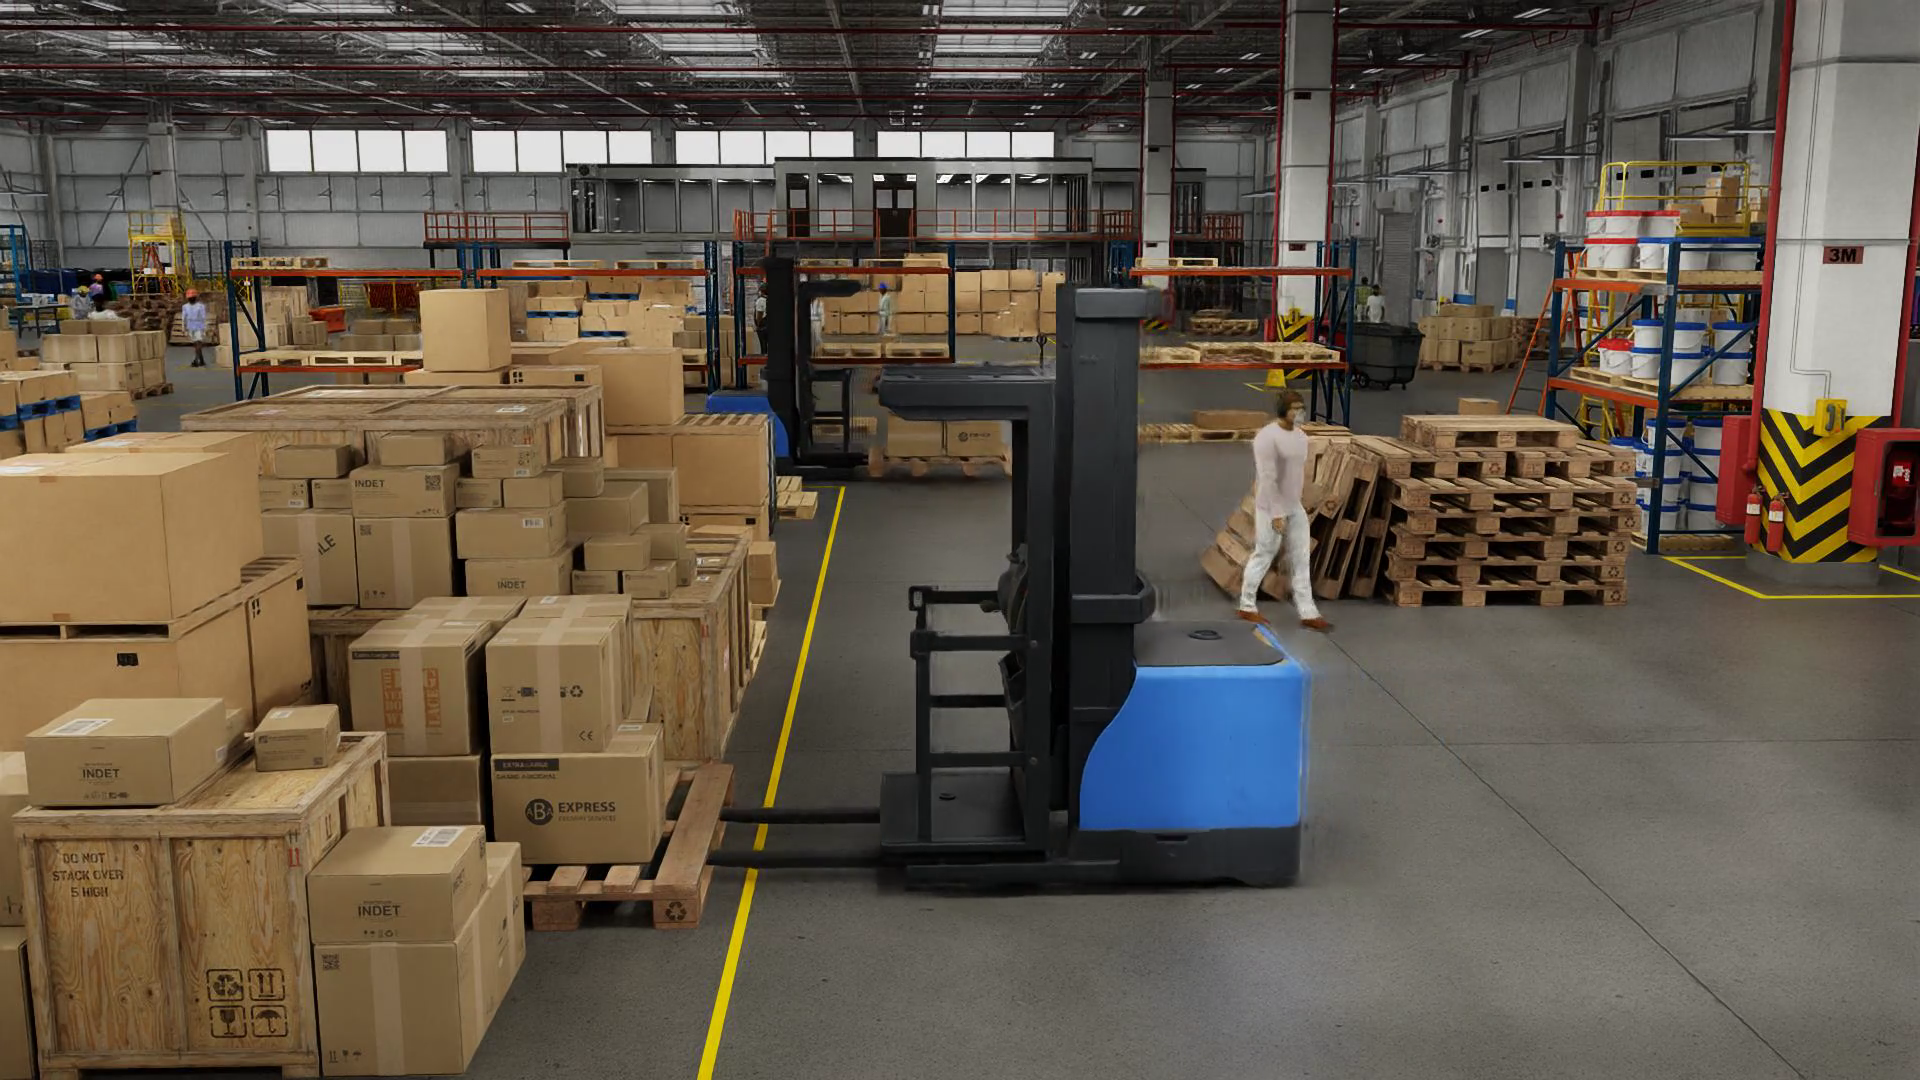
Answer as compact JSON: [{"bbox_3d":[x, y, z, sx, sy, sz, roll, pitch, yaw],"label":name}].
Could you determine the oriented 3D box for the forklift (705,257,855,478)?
[{"bbox_3d":[-2.317,-2.229,21.399,1.873,2.768,1.129,0,10,-2],"label":"forklift"}]

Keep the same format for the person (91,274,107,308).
[{"bbox_3d":[-29.653,-8.232,57.539,0.792,1.911,0.560,1,10,3],"label":"person"}]

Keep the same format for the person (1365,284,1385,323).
[{"bbox_3d":[11.639,-6.248,46.632,0.542,1.857,0.527,5,12,28],"label":"person"}]

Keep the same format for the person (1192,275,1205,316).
[{"bbox_3d":[9.278,-9.462,64.577,0.515,1.843,0.326,6,12,31],"label":"person"}]

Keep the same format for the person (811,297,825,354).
[{"bbox_3d":[-3.761,-5.586,43.023,0.589,1.868,0.889,2,10,14],"label":"person"}]

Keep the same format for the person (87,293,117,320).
[{"bbox_3d":[-18.038,-4.220,35.076,0.634,1.953,0.557,-1,10,-5],"label":"person"}]

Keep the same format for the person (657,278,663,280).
[{"bbox_3d":[-9.779,-7.610,54.198,0.606,1.863,0.691,-8,13,-39],"label":"person"}]

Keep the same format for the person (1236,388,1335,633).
[{"bbox_3d":[2.539,-0.230,12.999,0.638,1.926,0.693,-9,14,-41],"label":"person"}]

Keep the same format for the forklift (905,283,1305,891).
[{"bbox_3d":[0.662,0.170,8.035,1.873,2.768,1.129,0,10,-2],"label":"forklift"}]

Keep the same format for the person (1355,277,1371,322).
[{"bbox_3d":[13.700,-7.998,56.433,0.626,1.844,0.429,6,12,30],"label":"person"}]

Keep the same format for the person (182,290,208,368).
[{"bbox_3d":[-18.625,-5.153,40.487,0.555,1.884,1.022,0,10,-2],"label":"person"}]

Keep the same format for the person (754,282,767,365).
[{"bbox_3d":[-4.821,-5.325,40.986,0.537,2.000,0.682,7,12,35],"label":"person"}]

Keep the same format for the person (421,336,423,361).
[{"bbox_3d":[-8.845,-2.844,27.672,0.564,1.857,0.528,-1,10,-3],"label":"person"}]

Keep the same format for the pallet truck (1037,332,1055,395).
[{"bbox_3d":[2.483,-3.881,33.060,1.885,1.965,0.823,-7,13,-36],"label":"pallet truck"}]

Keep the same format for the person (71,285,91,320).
[{"bbox_3d":[-25.553,-6.509,48.340,0.943,1.779,0.596,9,13,40],"label":"person"}]

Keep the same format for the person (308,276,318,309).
[{"bbox_3d":[-27.197,-10.298,69.625,0.742,1.707,0.518,-1,10,-5],"label":"person"}]

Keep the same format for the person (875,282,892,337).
[{"bbox_3d":[-2.074,-6.042,45.267,0.441,1.932,0.638,-5,12,-28],"label":"person"}]

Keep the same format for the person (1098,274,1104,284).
[{"bbox_3d":[4.938,-8.269,57.770,0.391,1.911,0.582,-7,12,-34],"label":"person"}]
